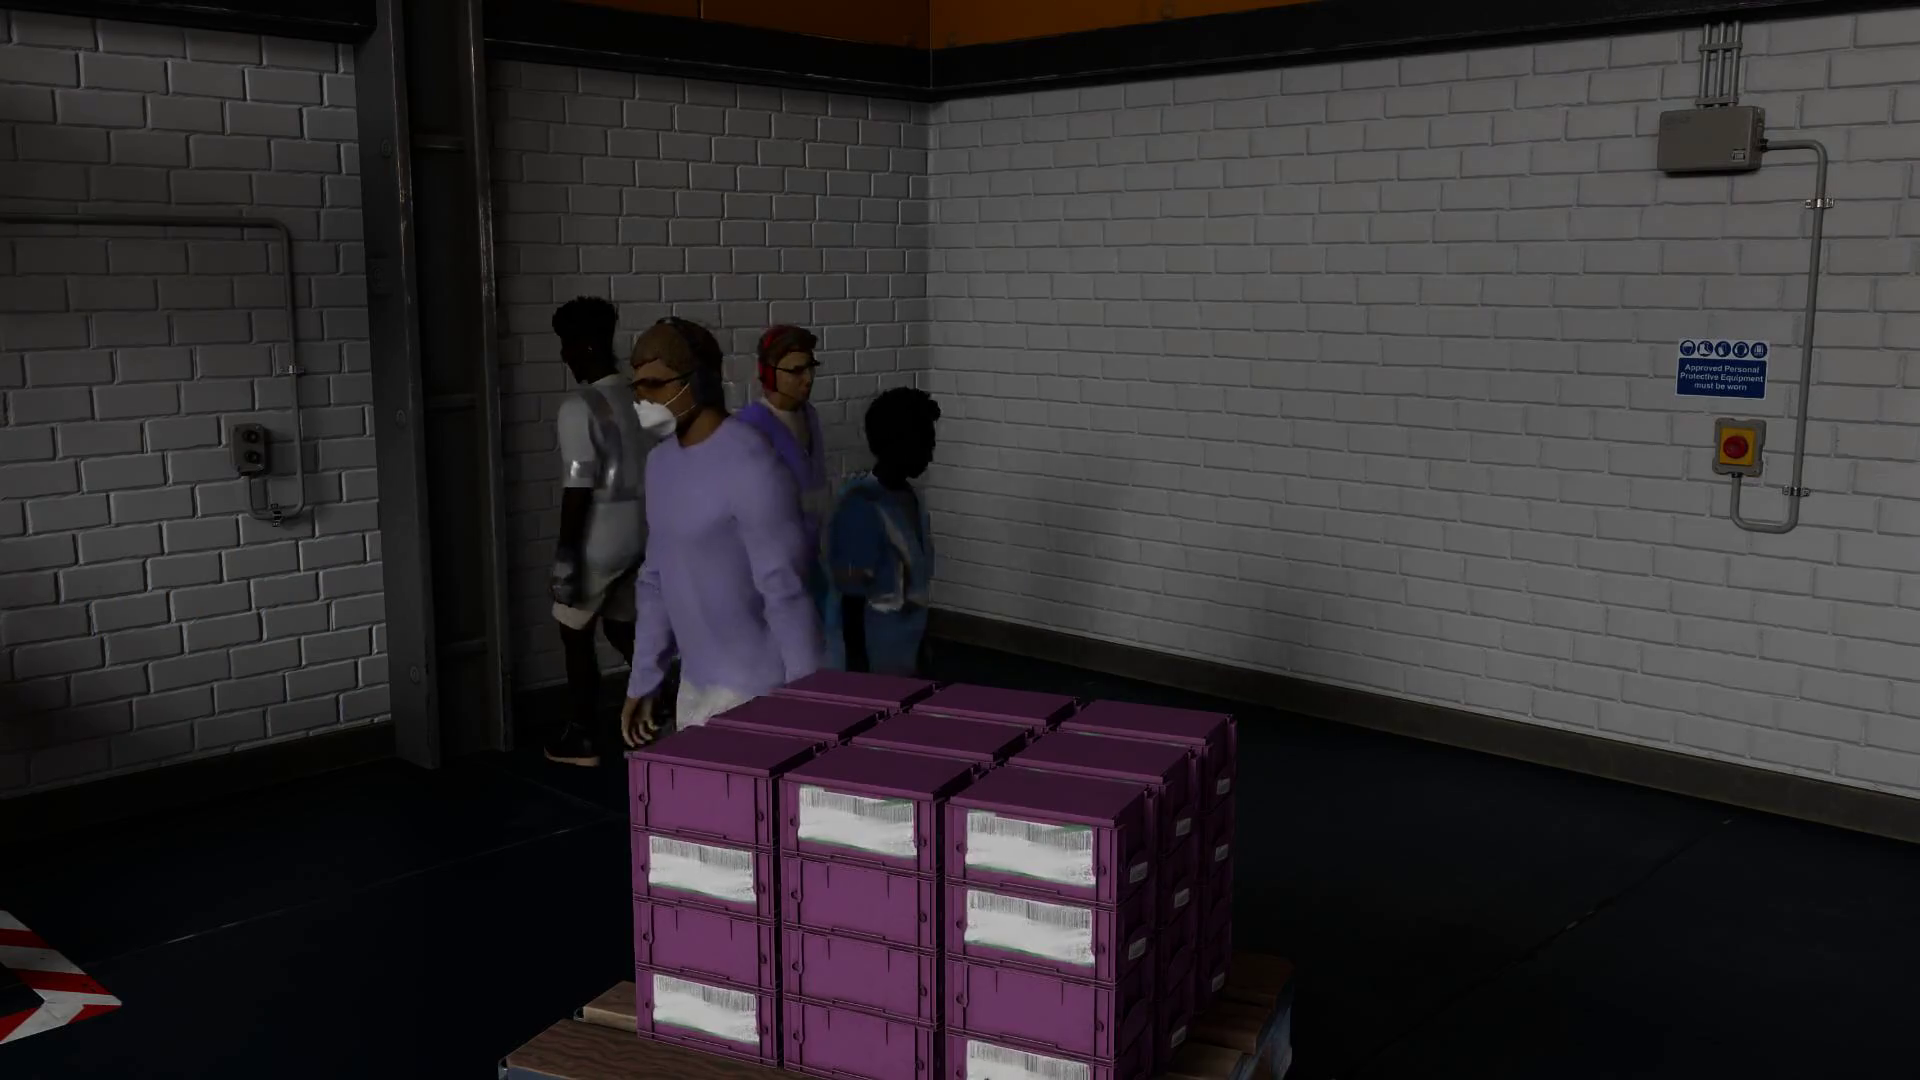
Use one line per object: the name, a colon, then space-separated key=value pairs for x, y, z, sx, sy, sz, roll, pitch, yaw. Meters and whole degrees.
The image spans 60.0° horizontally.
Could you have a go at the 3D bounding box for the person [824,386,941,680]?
person: x=-0.300 y=0.352 z=5.167 sx=0.528 sy=1.672 sz=0.588 roll=2 pitch=9 yaw=12

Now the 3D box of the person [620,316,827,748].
person: x=-0.624 y=0.396 z=4.216 sx=0.511 sy=1.910 sz=0.643 roll=-5 pitch=11 yaw=-29

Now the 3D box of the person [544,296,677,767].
person: x=-1.441 y=-0.009 z=6.625 sx=0.670 sy=1.919 sz=0.672 roll=4 pitch=10 yaw=24

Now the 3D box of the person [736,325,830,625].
person: x=-0.653 y=0.119 z=6.144 sx=0.444 sy=1.821 sz=0.593 roll=3 pitch=10 yaw=19
